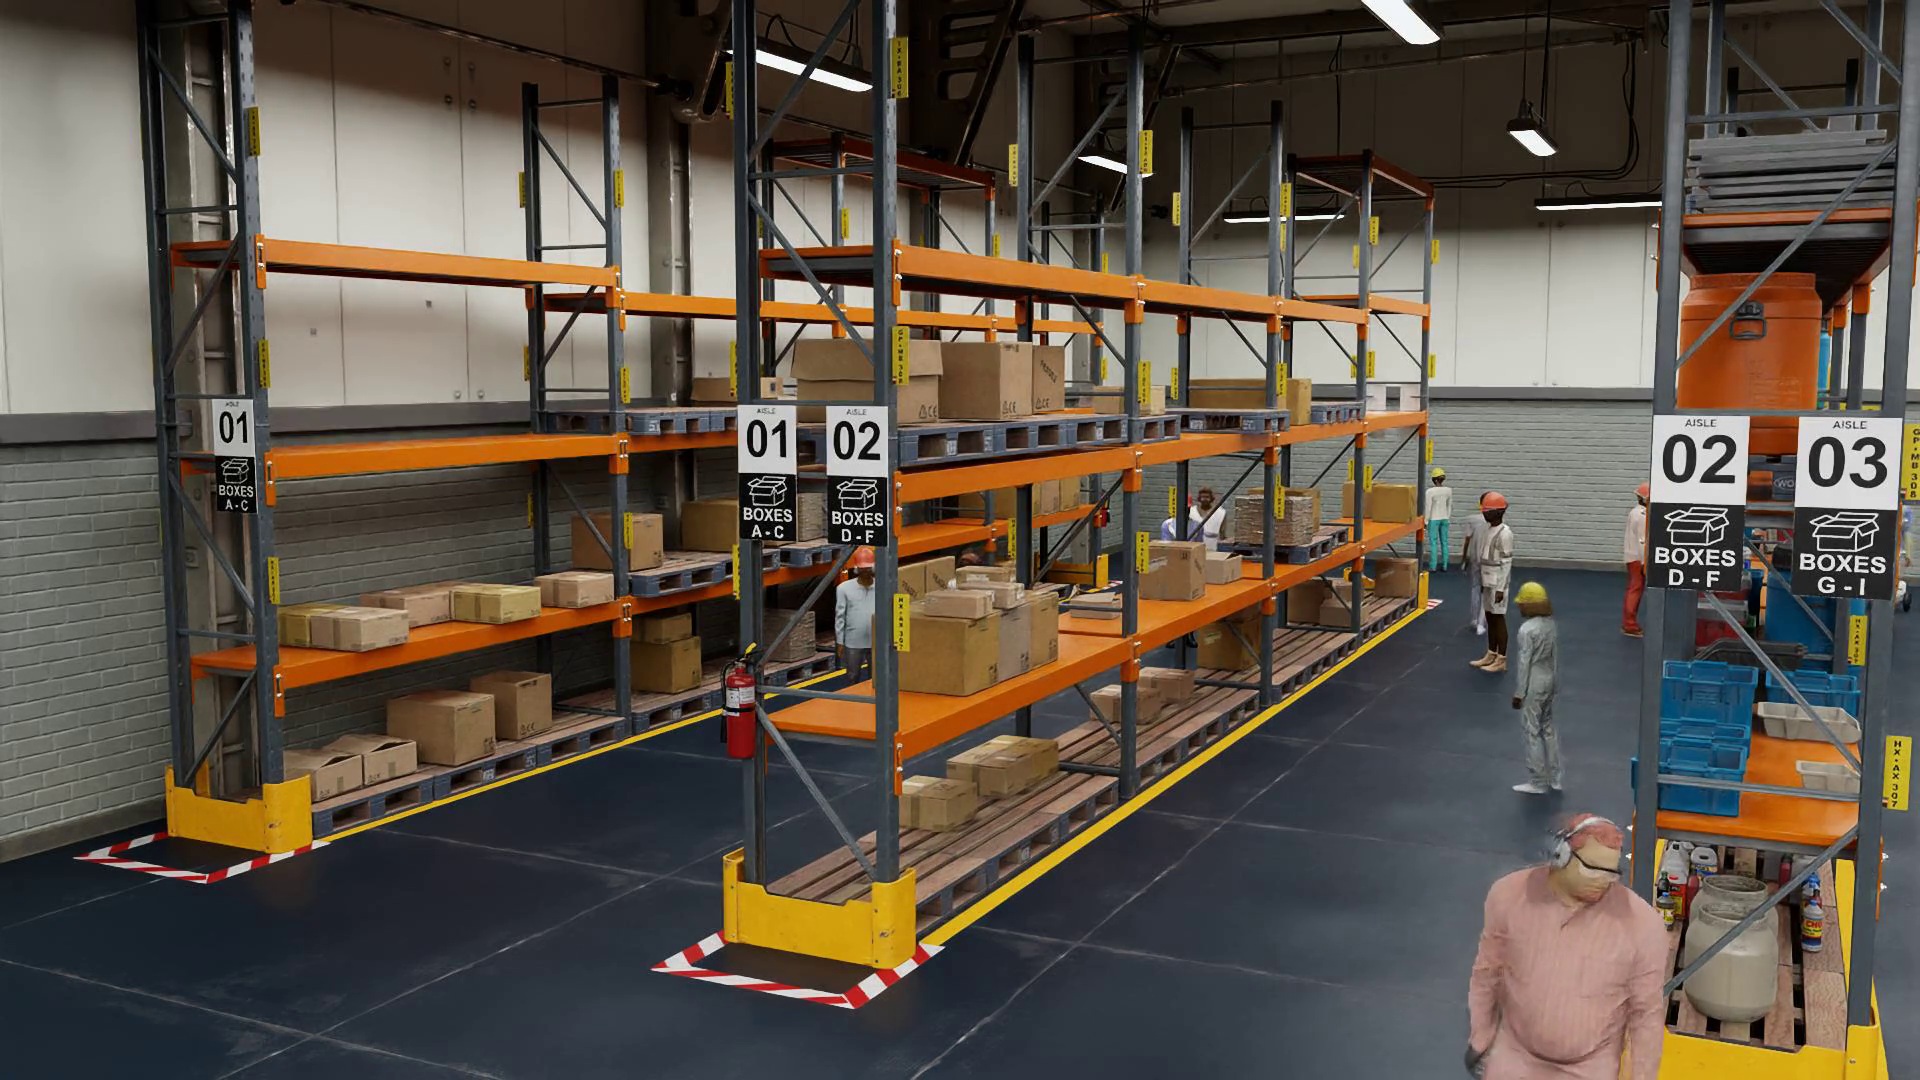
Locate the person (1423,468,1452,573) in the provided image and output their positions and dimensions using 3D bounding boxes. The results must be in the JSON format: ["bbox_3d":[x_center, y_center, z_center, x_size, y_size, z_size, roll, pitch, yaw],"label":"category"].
[{"bbox_3d":[8.036,-0.328,28.004,0.525,1.769,0.311,-3,6,-24],"label":"person"}]

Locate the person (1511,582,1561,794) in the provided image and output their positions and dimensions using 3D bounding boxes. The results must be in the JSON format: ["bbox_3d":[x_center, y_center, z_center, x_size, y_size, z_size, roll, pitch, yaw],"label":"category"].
[{"bbox_3d":[4.687,1.196,13.465,0.639,1.711,0.313,-5,8,-40],"label":"person"}]

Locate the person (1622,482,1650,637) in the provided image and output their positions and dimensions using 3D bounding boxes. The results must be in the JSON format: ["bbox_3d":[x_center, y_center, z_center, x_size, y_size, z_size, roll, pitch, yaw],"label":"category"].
[{"bbox_3d":[8.751,0.252,21.345,0.420,1.985,0.614,1,6,11],"label":"person"}]

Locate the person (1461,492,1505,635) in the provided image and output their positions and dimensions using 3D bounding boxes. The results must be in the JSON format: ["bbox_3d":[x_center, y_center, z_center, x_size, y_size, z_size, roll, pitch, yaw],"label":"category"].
[{"bbox_3d":[6.849,0.292,21.716,0.529,1.816,0.949,3,6,25],"label":"person"}]

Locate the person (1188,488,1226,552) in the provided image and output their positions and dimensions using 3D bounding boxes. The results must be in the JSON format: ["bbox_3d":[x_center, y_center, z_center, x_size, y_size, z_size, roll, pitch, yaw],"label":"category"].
[{"bbox_3d":[3.333,0.188,22.790,0.584,1.804,0.909,2,6,16],"label":"person"}]

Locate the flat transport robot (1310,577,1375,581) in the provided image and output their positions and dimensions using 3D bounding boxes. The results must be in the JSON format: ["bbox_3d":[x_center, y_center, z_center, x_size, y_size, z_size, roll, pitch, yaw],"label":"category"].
[{"bbox_3d":[5.670,0.702,25.174,1.431,0.197,0.652,2,6,16],"label":"flat transport robot"}]

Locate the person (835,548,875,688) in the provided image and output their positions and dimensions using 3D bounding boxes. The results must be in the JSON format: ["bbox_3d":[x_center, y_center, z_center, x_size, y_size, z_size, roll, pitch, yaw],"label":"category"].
[{"bbox_3d":[-0.897,0.942,15.710,0.572,1.750,0.330,-1,6,-14],"label":"person"}]

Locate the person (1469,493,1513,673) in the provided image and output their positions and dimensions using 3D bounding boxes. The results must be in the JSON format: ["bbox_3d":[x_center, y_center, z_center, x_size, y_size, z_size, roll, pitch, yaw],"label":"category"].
[{"bbox_3d":[6.015,0.484,18.793,0.386,2.039,0.605,0,6,-1],"label":"person"}]

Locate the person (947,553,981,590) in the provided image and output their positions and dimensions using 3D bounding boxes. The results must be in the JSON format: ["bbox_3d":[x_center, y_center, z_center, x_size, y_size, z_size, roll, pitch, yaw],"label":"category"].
[{"bbox_3d":[0.114,0.909,16.780,0.531,1.603,0.827,1,6,14],"label":"person"}]

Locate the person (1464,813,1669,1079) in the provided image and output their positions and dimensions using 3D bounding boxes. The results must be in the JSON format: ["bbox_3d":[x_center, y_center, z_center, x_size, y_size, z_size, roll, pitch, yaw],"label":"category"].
[{"bbox_3d":[2.186,1.882,6.042,0.694,1.863,0.451,4,7,31],"label":"person"}]

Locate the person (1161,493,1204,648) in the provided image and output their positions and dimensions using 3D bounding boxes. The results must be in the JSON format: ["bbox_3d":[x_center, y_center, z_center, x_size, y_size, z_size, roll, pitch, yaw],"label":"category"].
[{"bbox_3d":[2.738,0.366,20.430,0.551,1.937,0.357,-1,6,-9],"label":"person"}]
